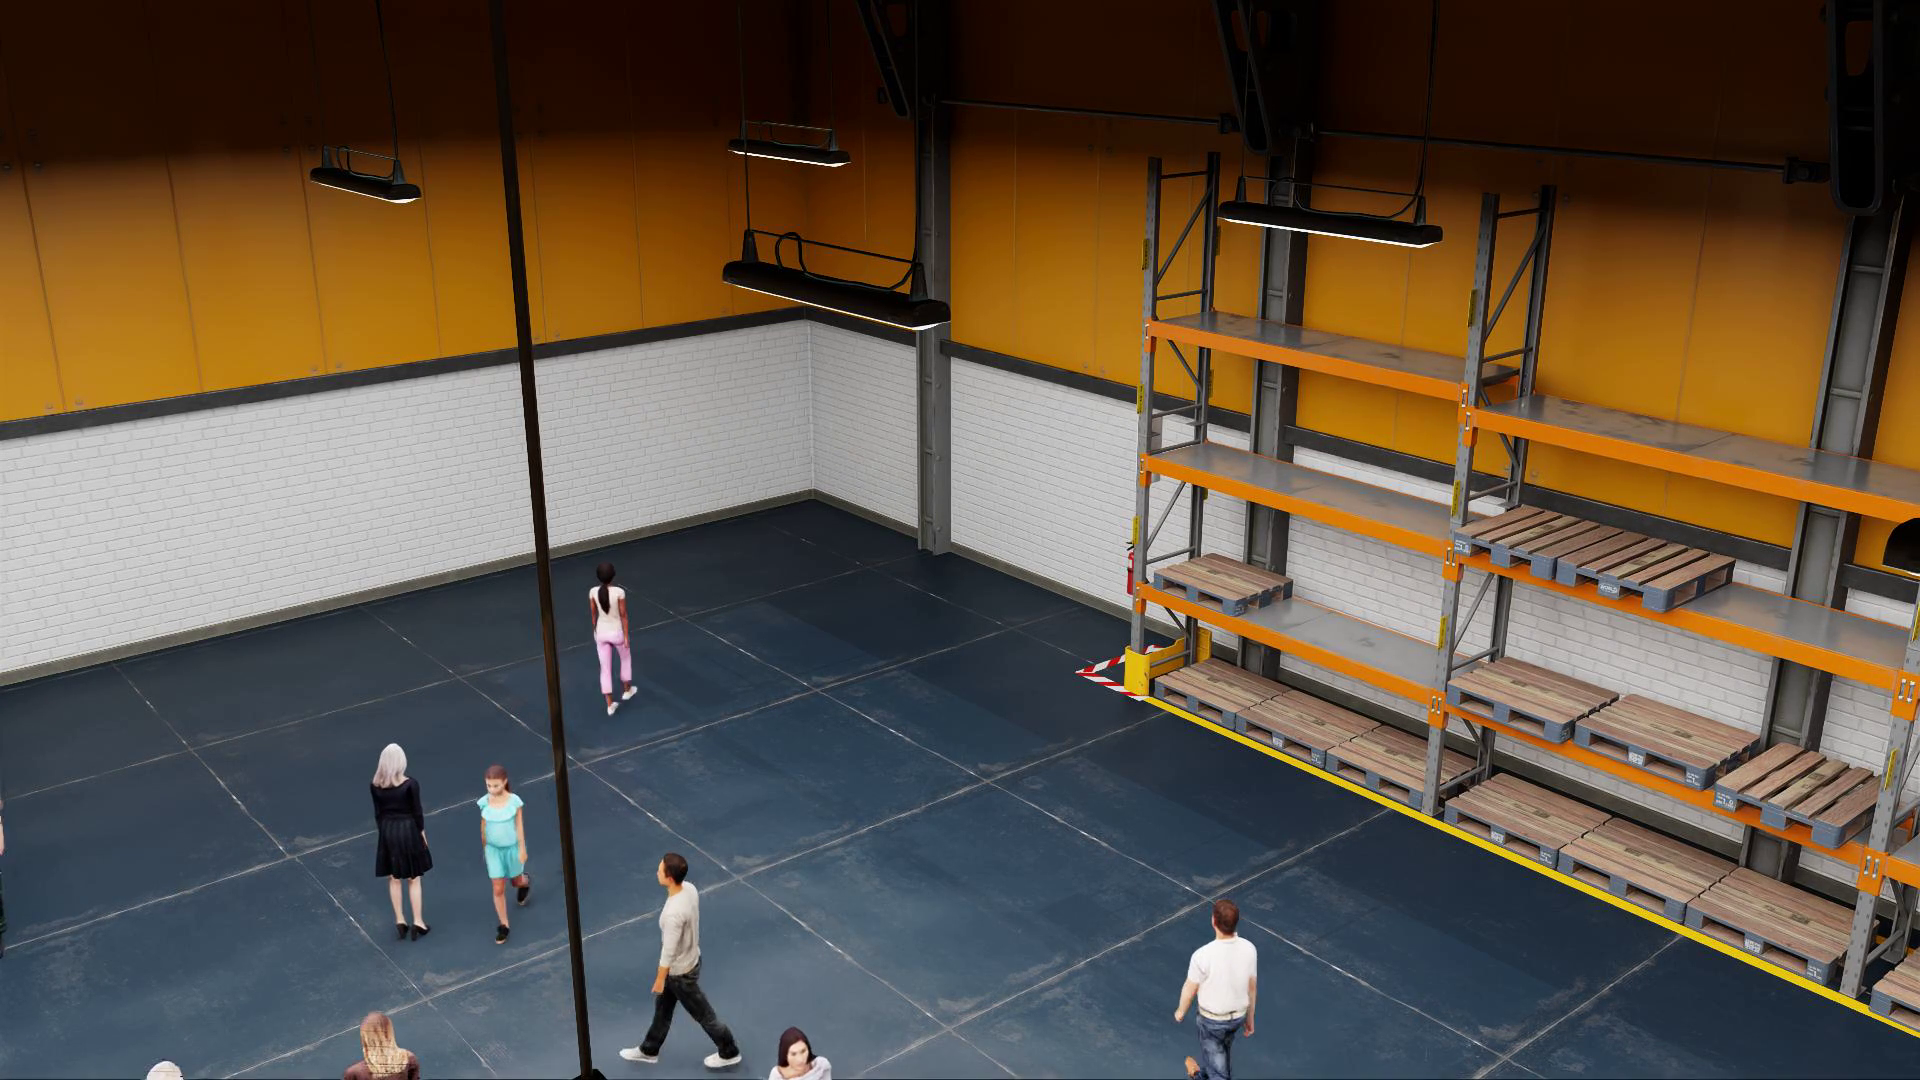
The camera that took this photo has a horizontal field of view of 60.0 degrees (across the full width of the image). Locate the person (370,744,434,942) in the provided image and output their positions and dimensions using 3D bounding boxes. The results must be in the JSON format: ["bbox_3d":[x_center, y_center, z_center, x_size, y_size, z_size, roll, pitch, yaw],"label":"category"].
[{"bbox_3d":[-4.697,2.538,14.005,0.693,1.740,0.750,1,19,4],"label":"person"}]

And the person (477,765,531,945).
[{"bbox_3d":[-3.850,2.597,14.155,0.936,1.532,1.043,0,19,0],"label":"person"}]

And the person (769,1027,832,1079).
[{"bbox_3d":[-1.038,3.763,10.571,0.711,1.609,0.974,-10,21,-28],"label":"person"}]

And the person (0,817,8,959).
[{"bbox_3d":[-8.211,2.537,13.776,0.774,1.888,0.929,-10,21,-27],"label":"person"}]

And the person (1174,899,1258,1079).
[{"bbox_3d":[1.826,3.377,11.397,0.905,1.814,1.238,-8,20,-21],"label":"person"}]

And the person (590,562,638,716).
[{"bbox_3d":[-3.870,1.103,18.296,0.916,1.721,0.971,1,19,4],"label":"person"}]

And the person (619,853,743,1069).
[{"bbox_3d":[-1.946,3.133,12.196,1.174,1.767,1.177,0,19,-1],"label":"person"}]

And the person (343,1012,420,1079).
[{"bbox_3d":[-3.554,3.795,10.400,0.667,1.659,1.057,-13,23,-35],"label":"person"}]
